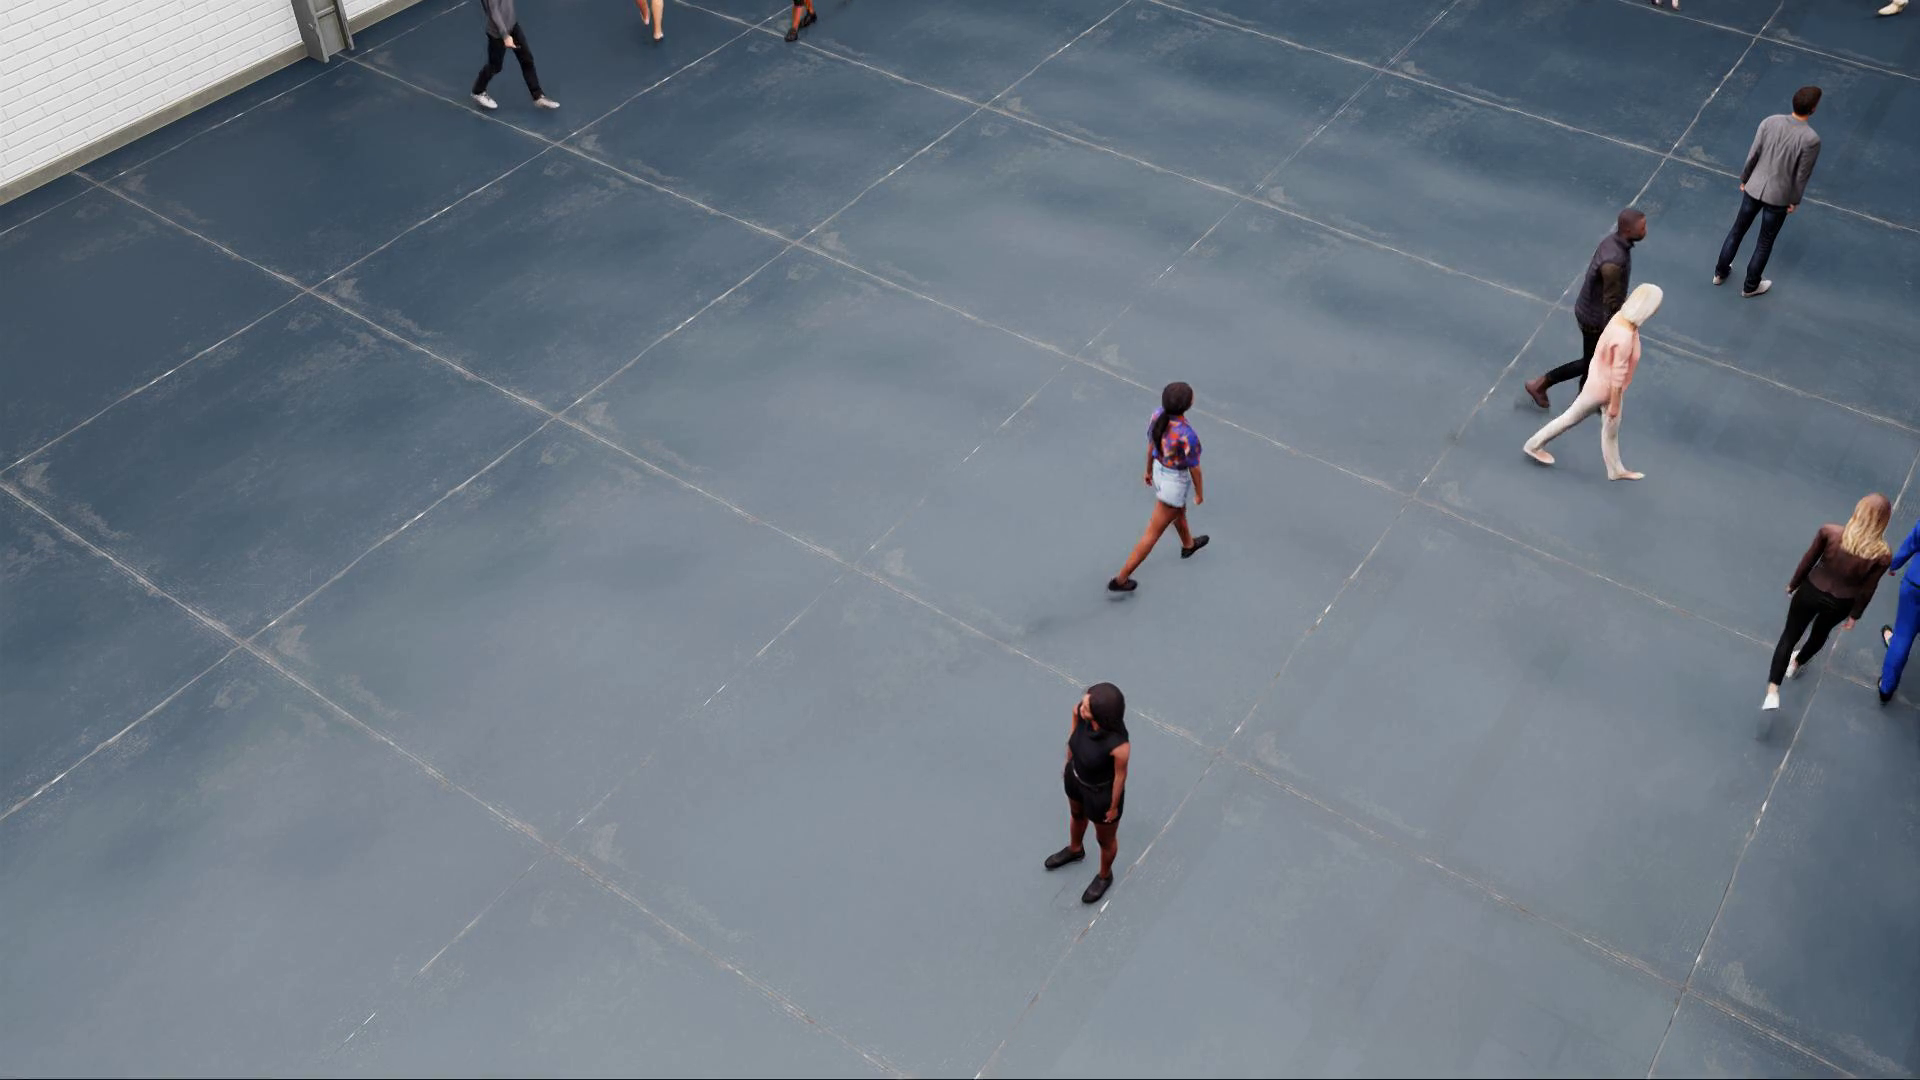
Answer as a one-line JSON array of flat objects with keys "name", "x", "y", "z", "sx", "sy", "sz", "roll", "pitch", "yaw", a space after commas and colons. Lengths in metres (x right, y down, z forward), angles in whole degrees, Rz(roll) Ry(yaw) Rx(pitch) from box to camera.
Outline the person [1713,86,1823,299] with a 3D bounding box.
[{"name": "person", "x": 6.751, "y": -2.906, "z": 13.853, "sx": 0.670, "sy": 1.871, "sz": 0.741, "roll": -31, "pitch": 52, "yaw": -28}]

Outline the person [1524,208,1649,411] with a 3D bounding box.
[{"name": "person", "x": 4.790, "y": -1.704, "z": 12.627, "sx": 0.869, "sy": 1.822, "sz": 0.912, "roll": 14, "pitch": 45, "yaw": 15}]

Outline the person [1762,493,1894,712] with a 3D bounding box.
[{"name": "person", "x": 5.441, "y": 0.420, "z": 10.499, "sx": 0.642, "sy": 1.681, "sz": 1.046, "roll": 23, "pitch": 48, "yaw": 23}]

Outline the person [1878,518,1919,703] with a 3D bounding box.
[{"name": "person", "x": 6.204, "y": 0.352, "z": 10.579, "sx": 0.830, "sy": 1.669, "sz": 1.023, "roll": 15, "pitch": 46, "yaw": 15}]

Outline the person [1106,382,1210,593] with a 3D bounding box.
[{"name": "person", "x": 1.353, "y": -0.324, "z": 11.267, "sx": 1.260, "sy": 1.700, "sz": 0.895, "roll": -25, "pitch": 49, "yaw": -24}]

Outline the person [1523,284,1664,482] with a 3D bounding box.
[{"name": "person", "x": 4.607, "y": -1.137, "z": 12.143, "sx": 0.905, "sy": 1.668, "sz": 1.131, "roll": 14, "pitch": 45, "yaw": 14}]

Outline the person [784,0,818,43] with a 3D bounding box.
[{"name": "person", "x": -1.656, "y": -6.121, "z": 17.398, "sx": 0.650, "sy": 1.637, "sz": 0.969, "roll": 21, "pitch": 48, "yaw": 21}]

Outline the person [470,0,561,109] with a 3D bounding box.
[{"name": "person", "x": -4.520, "y": -4.958, "z": 16.106, "sx": 0.941, "sy": 1.734, "sz": 1.137, "roll": 10, "pitch": 45, "yaw": 11}]

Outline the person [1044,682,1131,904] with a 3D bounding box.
[{"name": "person", "x": 0.768, "y": 1.396, "z": 9.431, "sx": 0.629, "sy": 1.742, "sz": 0.665, "roll": -28, "pitch": 50, "yaw": -26}]
